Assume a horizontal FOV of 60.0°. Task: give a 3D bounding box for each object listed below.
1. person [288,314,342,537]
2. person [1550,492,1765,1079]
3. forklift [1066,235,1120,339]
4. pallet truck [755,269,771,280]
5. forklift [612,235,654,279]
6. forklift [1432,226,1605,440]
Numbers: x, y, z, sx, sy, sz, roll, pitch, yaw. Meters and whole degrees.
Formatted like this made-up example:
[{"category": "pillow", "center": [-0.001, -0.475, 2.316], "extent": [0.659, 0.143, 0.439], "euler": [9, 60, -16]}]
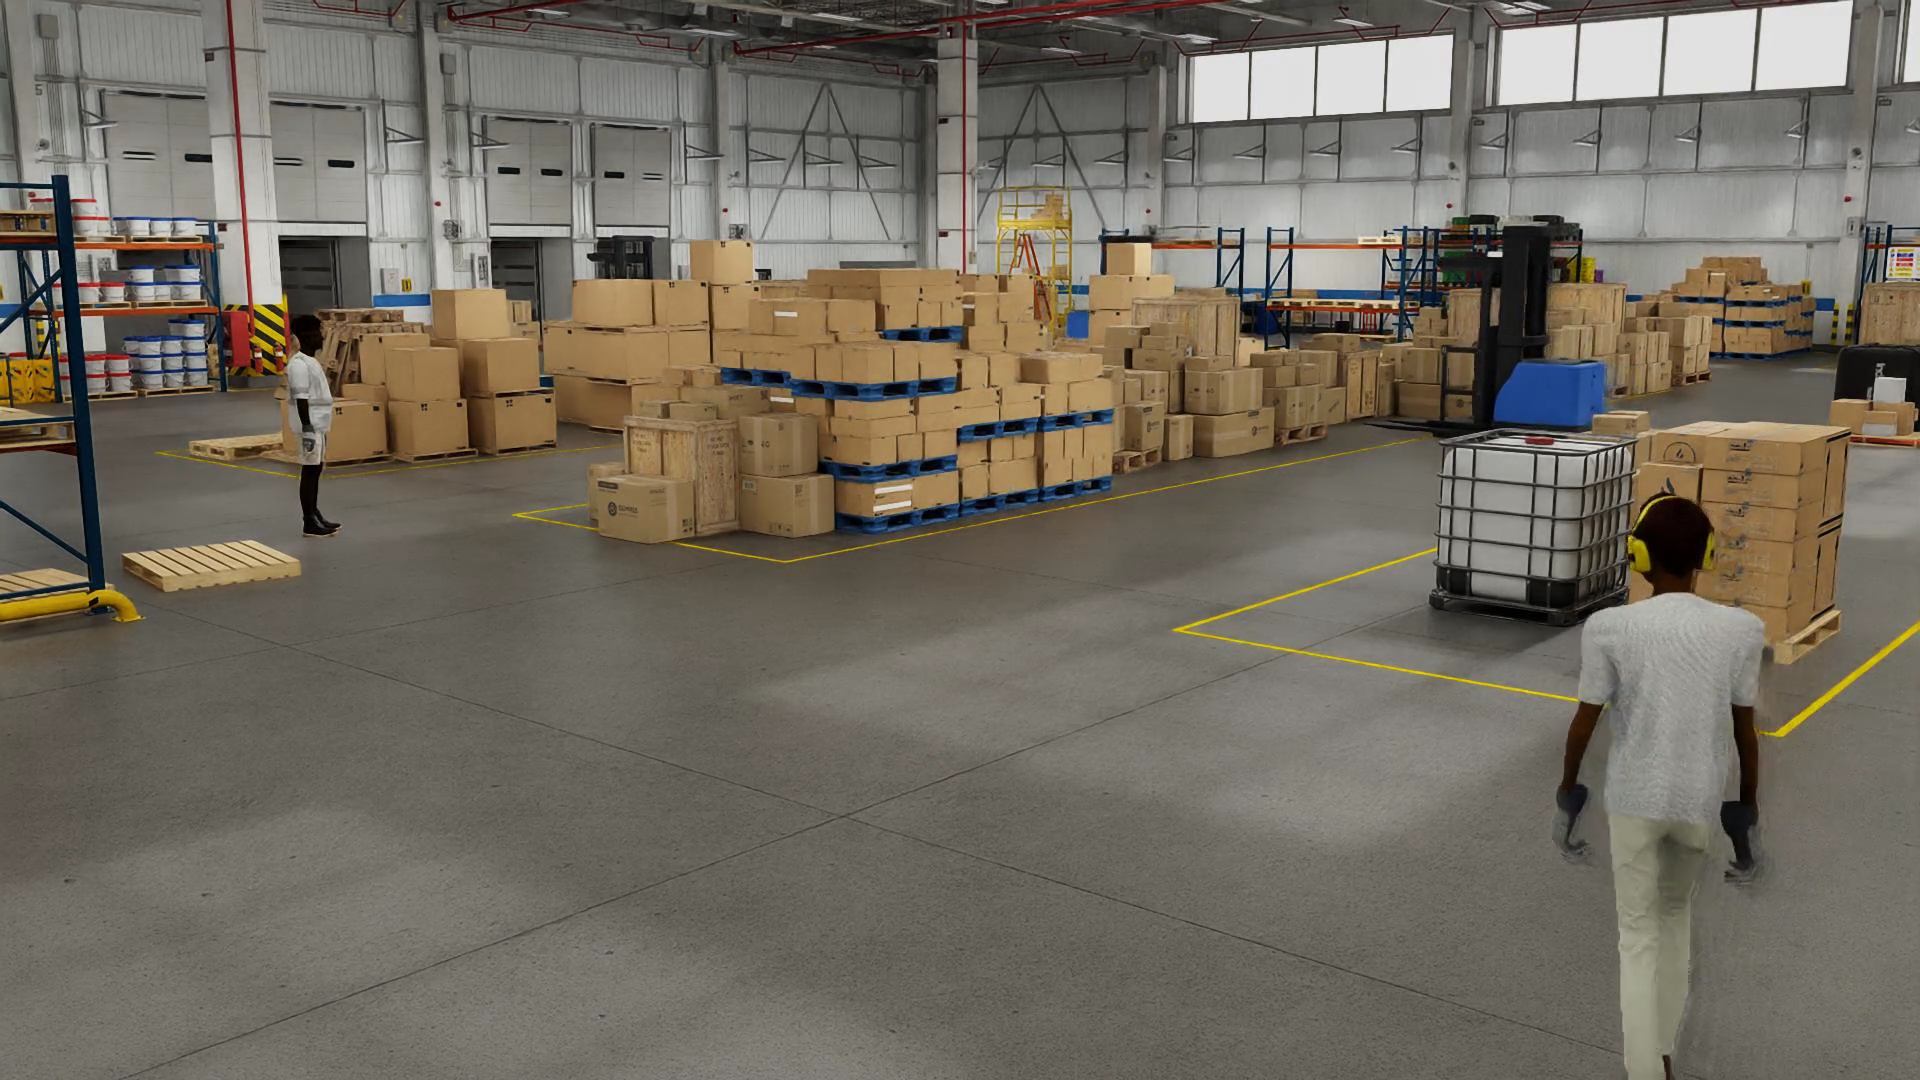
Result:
[{"category": "person", "center": [-5.735, -1.008, 14.730], "extent": [0.362, 1.965, 0.612], "euler": [-2, 10, -12]}, {"category": "person", "center": [2.024, 0.778, 4.893], "extent": [0.551, 1.845, 0.657], "euler": [1, 10, 5]}, {"category": "forklift", "center": [3.440, -5.600, 38.276], "extent": [1.873, 2.768, 1.129], "euler": [2, 10, 12]}, {"category": "pallet truck", "center": [-4.996, -6.432, 45.525], "extent": [1.885, 1.965, 0.823], "euler": [-6, 12, -32]}, {"category": "forklift", "center": [-7.300, -5.450, 37.421], "extent": [1.873, 2.768, 1.129], "euler": [8, 13, 40]}, {"category": "forklift", "center": [7.354, -2.686, 21.684], "extent": [1.873, 2.768, 1.129], "euler": [9, 13, 40]}]
